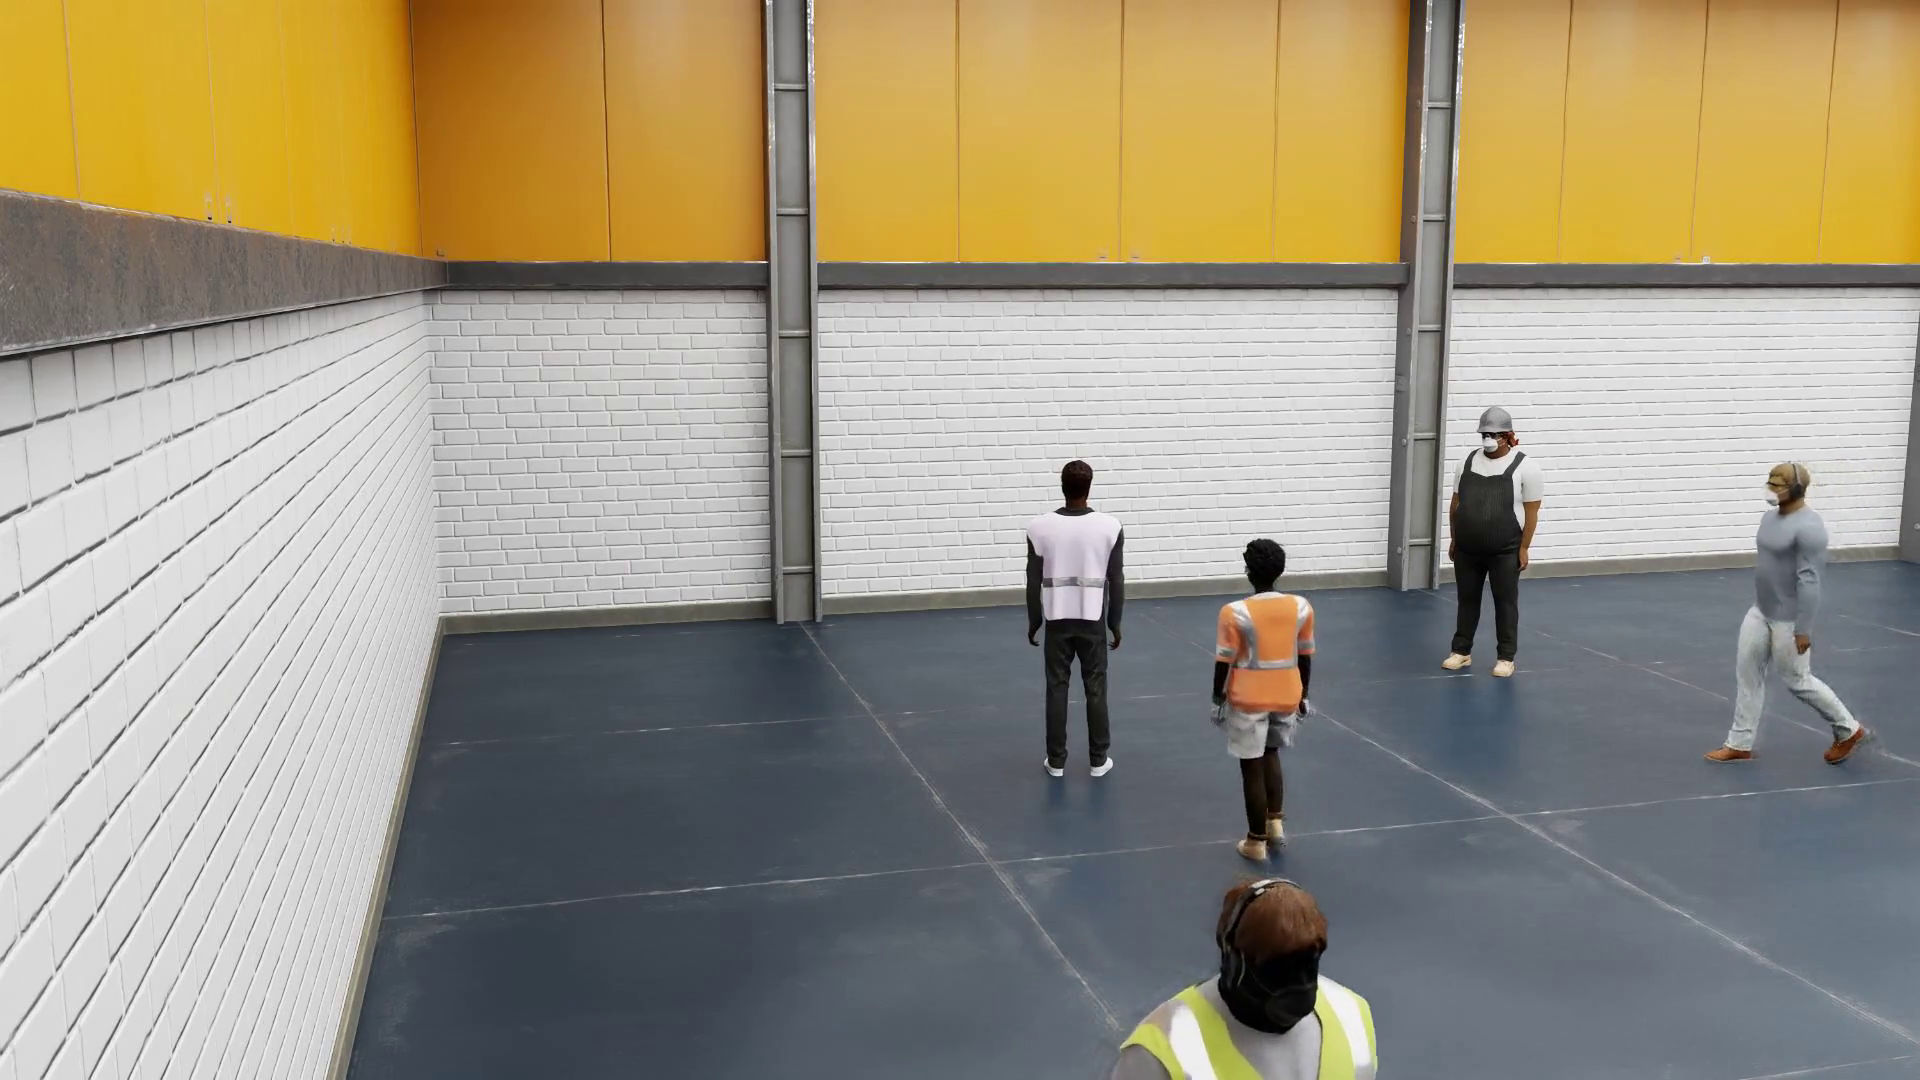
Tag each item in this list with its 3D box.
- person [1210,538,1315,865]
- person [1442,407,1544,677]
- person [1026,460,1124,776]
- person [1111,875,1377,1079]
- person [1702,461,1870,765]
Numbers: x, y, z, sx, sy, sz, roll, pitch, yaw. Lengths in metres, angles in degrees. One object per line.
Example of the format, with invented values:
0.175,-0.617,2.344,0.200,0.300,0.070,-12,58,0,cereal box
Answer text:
1.532,0.820,8.583,0.552,1.682,0.434,-3,10,-20,person
3.994,0.007,12.574,0.684,2.000,0.538,7,12,38,person
0.688,0.480,10.009,0.590,1.919,0.395,1,9,6,person
0.594,1.566,3.541,0.631,1.827,0.632,-4,10,-25,person
5.104,0.463,10.158,0.891,1.914,0.637,0,9,0,person
